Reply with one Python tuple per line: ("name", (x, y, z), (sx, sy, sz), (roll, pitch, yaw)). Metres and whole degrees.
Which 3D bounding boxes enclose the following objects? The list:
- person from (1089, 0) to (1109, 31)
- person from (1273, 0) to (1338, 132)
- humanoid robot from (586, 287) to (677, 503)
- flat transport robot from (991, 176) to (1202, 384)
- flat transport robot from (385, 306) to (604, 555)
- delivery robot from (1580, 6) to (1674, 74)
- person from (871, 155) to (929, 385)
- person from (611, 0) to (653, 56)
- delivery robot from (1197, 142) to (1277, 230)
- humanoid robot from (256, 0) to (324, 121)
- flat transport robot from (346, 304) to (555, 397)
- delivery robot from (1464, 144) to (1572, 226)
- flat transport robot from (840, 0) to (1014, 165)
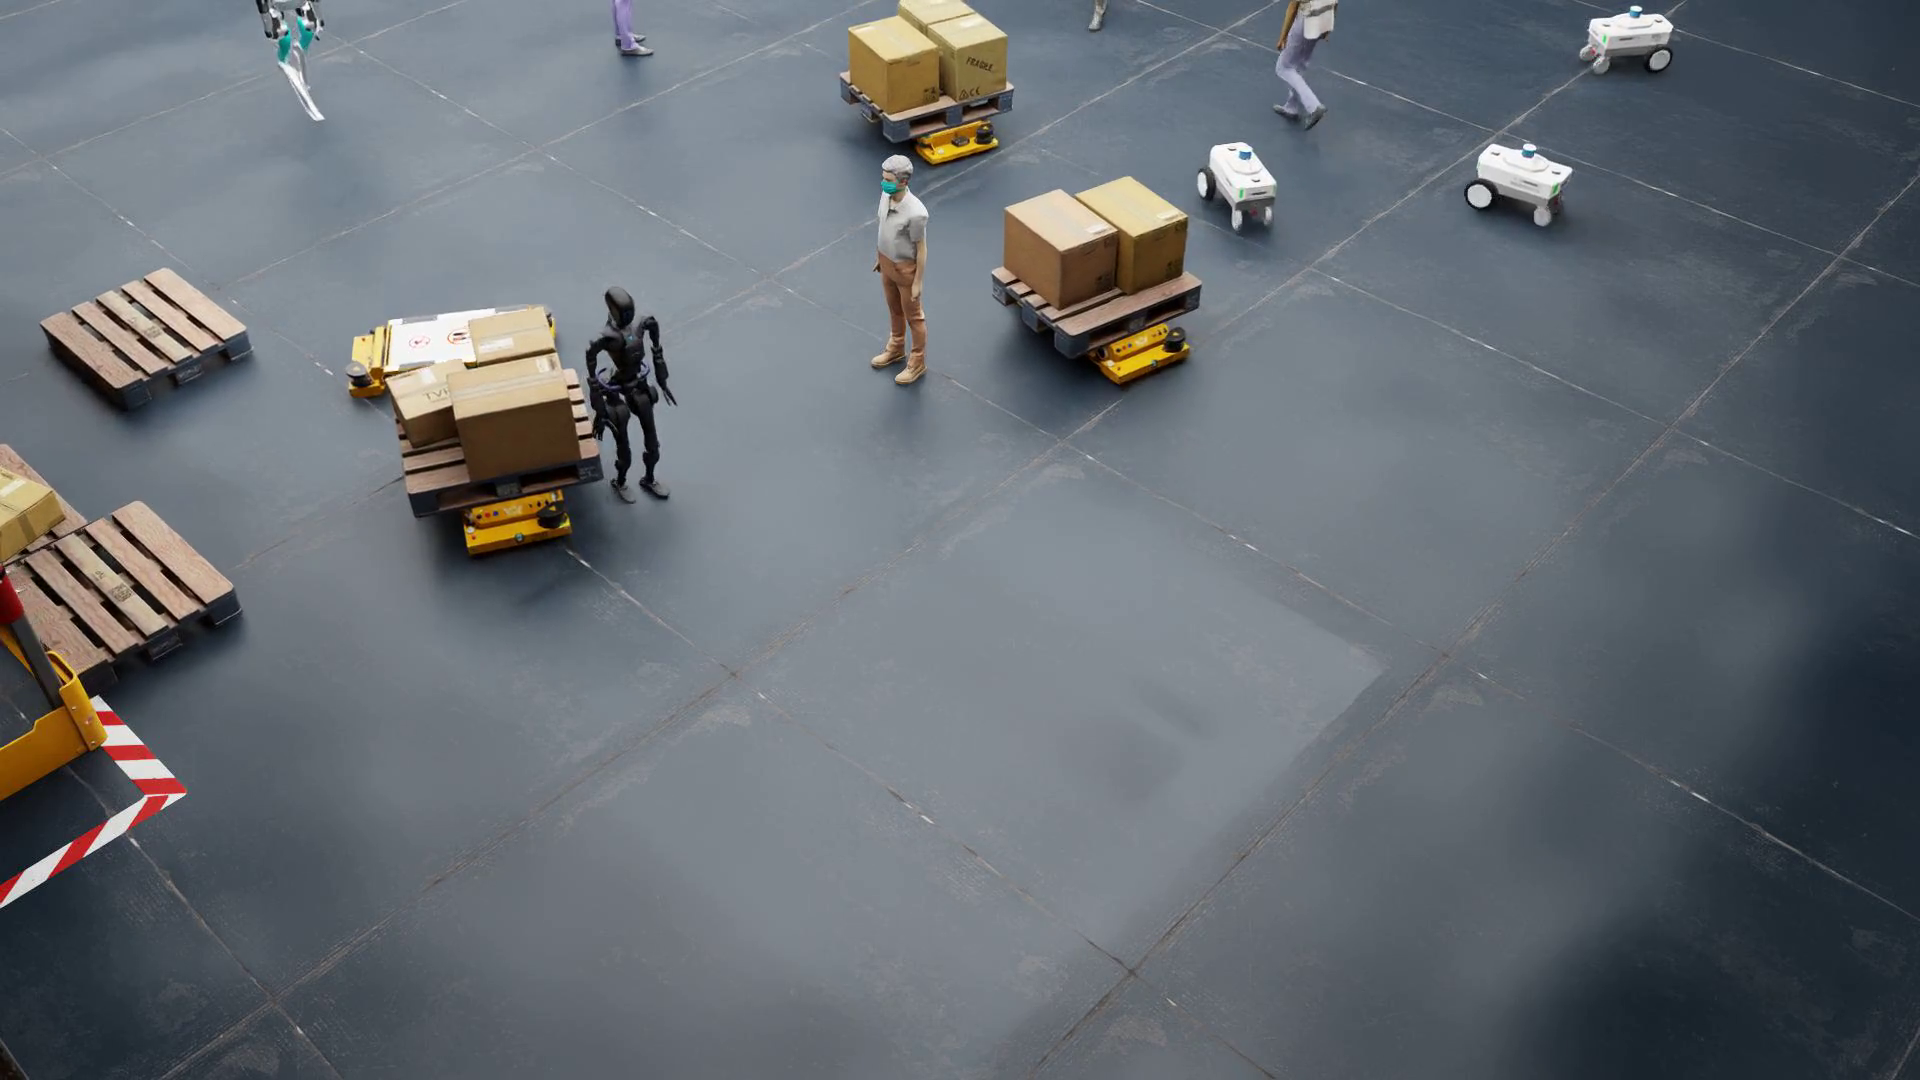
("person", (1.424, -5.916, 15.958), (0.581, 1.805, 0.901), (17, 45, 18))
("person", (2.984, -4.373, 14.220), (0.589, 1.826, 0.585), (-30, 50, -29))
("humanoid robot", (-2.103, -0.927, 10.507), (0.588, 1.636, 0.392), (-32, 51, -31))
("flat transport robot", (1.005, -1.680, 12.393), (0.659, 0.231, 1.431), (-24, 47, -24))
("flat transport robot", (-3.033, -0.477, 11.056), (0.659, 0.231, 1.431), (-13, 44, -14))
("delivery robot", (6.242, -4.673, 15.510), (0.802, 0.600, 0.499), (-7, 42, -7))
("person", (-0.413, -1.878, 11.507), (0.320, 1.748, 0.483), (-28, 49, -27))
("person", (-3.161, -5.394, 15.343), (0.373, 1.842, 0.568), (-14, 44, -15))
("delivery robot", (2.297, -2.936, 13.558), (0.499, 0.570, 0.750), (-10, 43, -11))
("humanoid robot", (-5.914, -4.590, 14.571), (0.560, 1.816, 0.883), (-26, 48, -26))
("flat transport robot", (-3.673, -1.373, 12.052), (1.431, 0.231, 0.659), (-8, 43, -9))
("delivery robot", (4.565, -2.944, 13.599), (0.808, 0.614, 0.499), (27, 48, 26))
("flat transport robot", (-0.304, -3.770, 14.717), (0.659, 0.231, 1.431), (-21, 46, -22))
